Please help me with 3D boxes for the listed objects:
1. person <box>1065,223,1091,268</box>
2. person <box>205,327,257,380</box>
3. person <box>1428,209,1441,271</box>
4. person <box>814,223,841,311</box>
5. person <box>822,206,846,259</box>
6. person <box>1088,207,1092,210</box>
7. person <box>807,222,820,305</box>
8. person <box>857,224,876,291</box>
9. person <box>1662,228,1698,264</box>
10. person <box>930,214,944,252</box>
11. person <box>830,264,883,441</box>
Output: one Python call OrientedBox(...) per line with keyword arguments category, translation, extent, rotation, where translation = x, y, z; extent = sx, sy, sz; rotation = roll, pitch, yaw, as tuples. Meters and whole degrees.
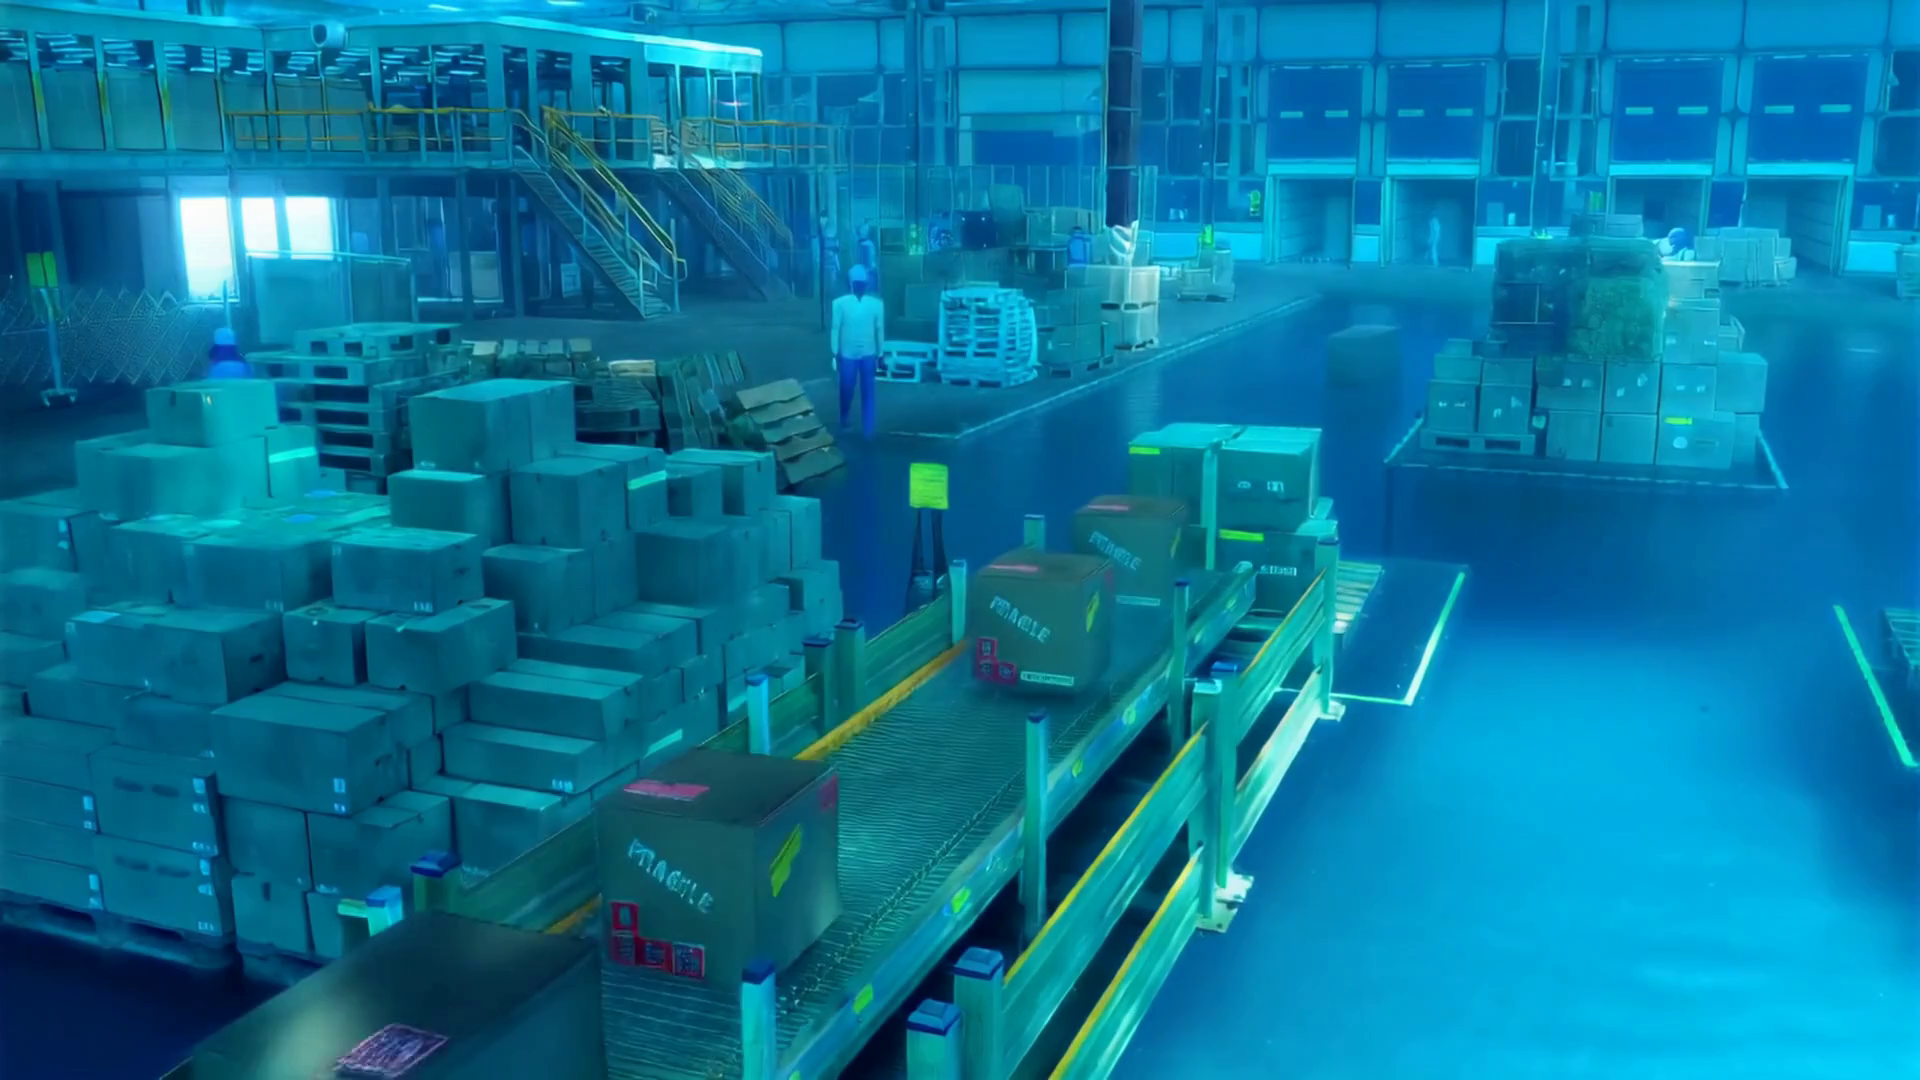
OrientedBox(category="person", translation=(2.371, -5.429, 33.683), extent=(0.543, 1.932, 0.376), rotation=(-2, 13, -8))
OrientedBox(category="person", translation=(-6.129, -0.955, 14.136), extent=(0.887, 1.703, 0.498), rotation=(8, 15, 33))
OrientedBox(category="person", translation=(14.208, -8.949, 49.699), extent=(0.473, 1.839, 0.525), rotation=(5, 14, 22))
OrientedBox(category="person", translation=(-2.831, -5.828, 35.599), extent=(0.599, 1.873, 0.425), rotation=(4, 13, 16))
OrientedBox(category="person", translation=(-4.312, -10.325, 55.939), extent=(0.941, 1.795, 0.646), rotation=(3, 13, 13))
OrientedBox(category="person", translation=(3.726, -8.619, 47.957), extent=(0.403, 1.945, 0.614), rotation=(-7, 15, -30))
OrientedBox(category="person", translation=(-3.167, -6.193, 37.307), extent=(0.507, 1.846, 0.343), rotation=(4, 13, 19))
OrientedBox(category="person", translation=(-1.906, -5.466, 33.909), extent=(0.397, 1.911, 0.587), rotation=(1, 13, 3))
OrientedBox(category="person", translation=(12.303, -4.374, 28.706), extent=(0.536, 2.000, 0.680), rotation=(-6, 14, -25))
OrientedBox(category="person", translation=(-0.588, -7.327, 42.315), extent=(0.356, 1.880, 0.575), rotation=(-5, 13, -20))
OrientedBox(category="person", translation=(-1.174, -2.141, 18.853), extent=(0.624, 1.974, 0.832), rotation=(-3, 13, -14))
